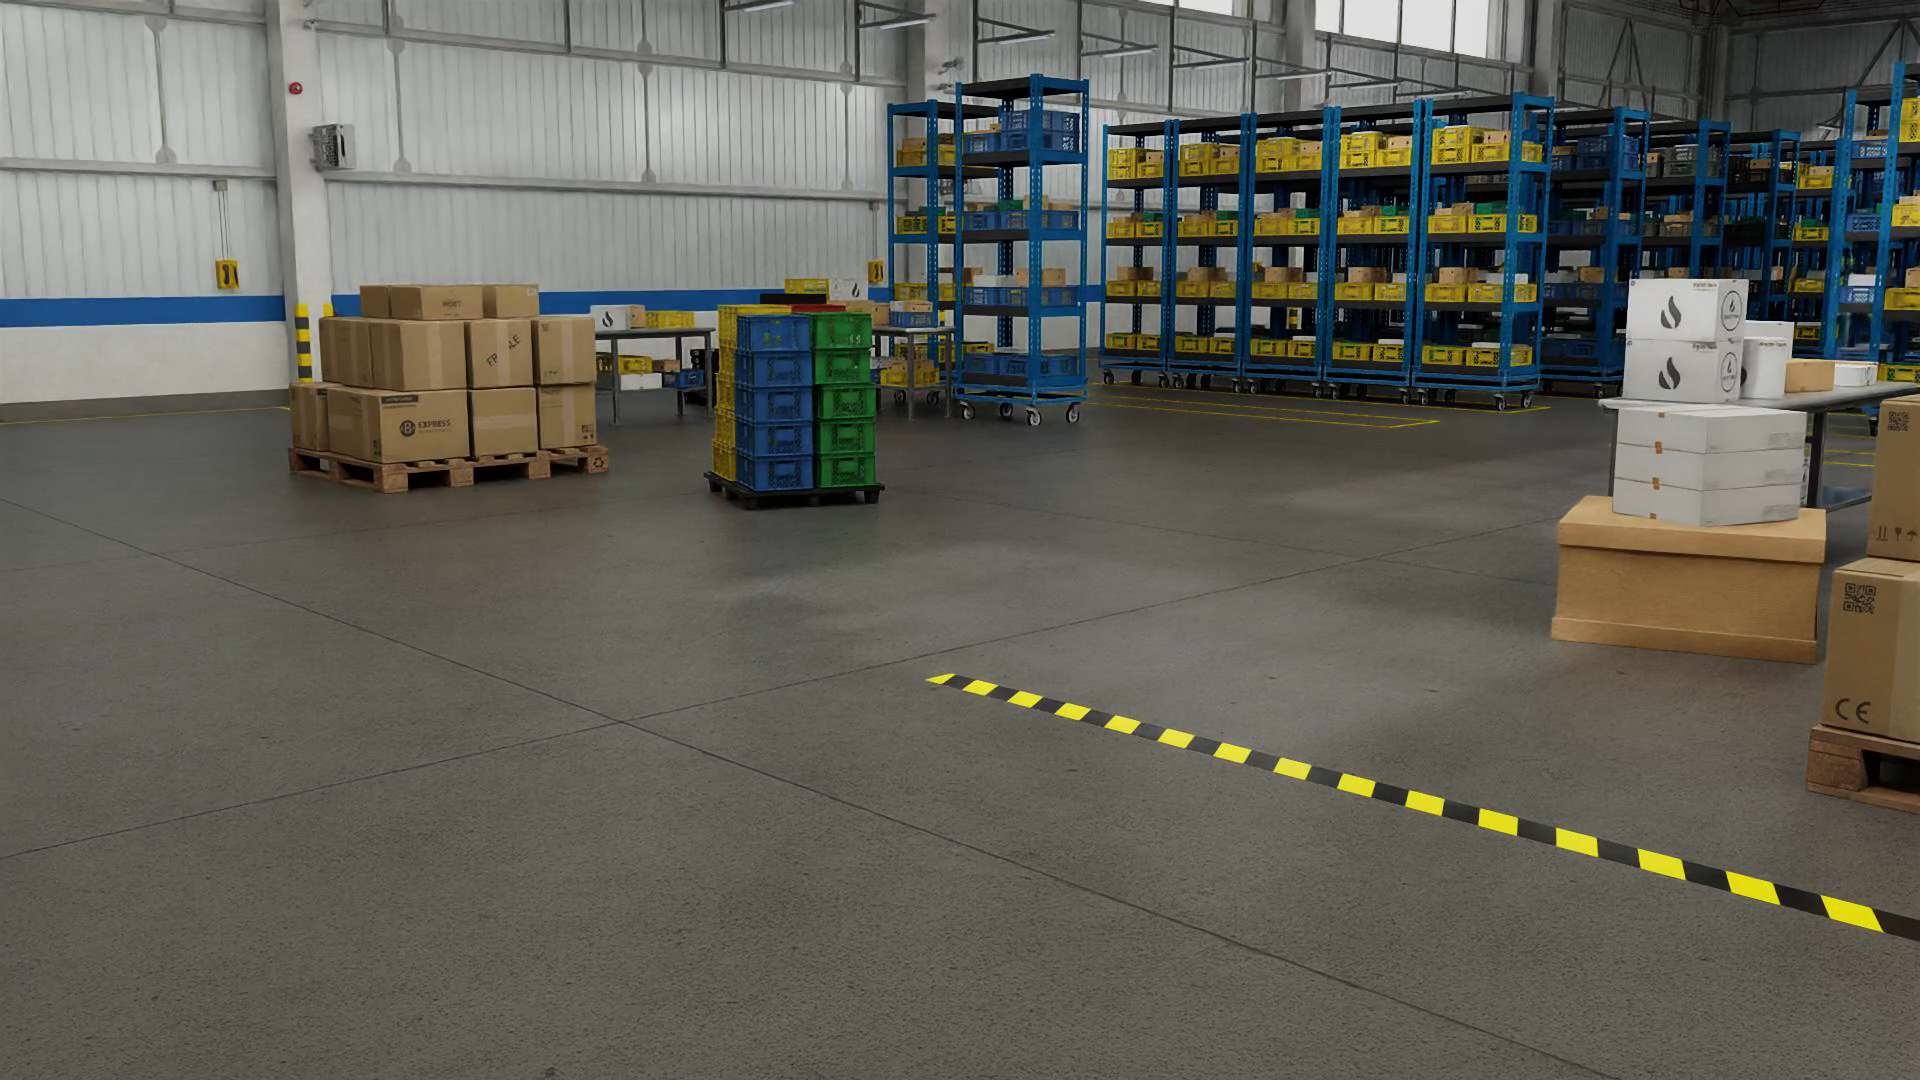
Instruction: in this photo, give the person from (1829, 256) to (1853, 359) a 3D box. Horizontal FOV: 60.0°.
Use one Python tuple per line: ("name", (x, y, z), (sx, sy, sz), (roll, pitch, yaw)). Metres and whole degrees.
("person", (14.387, -3.729, 27.236), (0.639, 1.810, 0.503), (-9, 13, -43))
